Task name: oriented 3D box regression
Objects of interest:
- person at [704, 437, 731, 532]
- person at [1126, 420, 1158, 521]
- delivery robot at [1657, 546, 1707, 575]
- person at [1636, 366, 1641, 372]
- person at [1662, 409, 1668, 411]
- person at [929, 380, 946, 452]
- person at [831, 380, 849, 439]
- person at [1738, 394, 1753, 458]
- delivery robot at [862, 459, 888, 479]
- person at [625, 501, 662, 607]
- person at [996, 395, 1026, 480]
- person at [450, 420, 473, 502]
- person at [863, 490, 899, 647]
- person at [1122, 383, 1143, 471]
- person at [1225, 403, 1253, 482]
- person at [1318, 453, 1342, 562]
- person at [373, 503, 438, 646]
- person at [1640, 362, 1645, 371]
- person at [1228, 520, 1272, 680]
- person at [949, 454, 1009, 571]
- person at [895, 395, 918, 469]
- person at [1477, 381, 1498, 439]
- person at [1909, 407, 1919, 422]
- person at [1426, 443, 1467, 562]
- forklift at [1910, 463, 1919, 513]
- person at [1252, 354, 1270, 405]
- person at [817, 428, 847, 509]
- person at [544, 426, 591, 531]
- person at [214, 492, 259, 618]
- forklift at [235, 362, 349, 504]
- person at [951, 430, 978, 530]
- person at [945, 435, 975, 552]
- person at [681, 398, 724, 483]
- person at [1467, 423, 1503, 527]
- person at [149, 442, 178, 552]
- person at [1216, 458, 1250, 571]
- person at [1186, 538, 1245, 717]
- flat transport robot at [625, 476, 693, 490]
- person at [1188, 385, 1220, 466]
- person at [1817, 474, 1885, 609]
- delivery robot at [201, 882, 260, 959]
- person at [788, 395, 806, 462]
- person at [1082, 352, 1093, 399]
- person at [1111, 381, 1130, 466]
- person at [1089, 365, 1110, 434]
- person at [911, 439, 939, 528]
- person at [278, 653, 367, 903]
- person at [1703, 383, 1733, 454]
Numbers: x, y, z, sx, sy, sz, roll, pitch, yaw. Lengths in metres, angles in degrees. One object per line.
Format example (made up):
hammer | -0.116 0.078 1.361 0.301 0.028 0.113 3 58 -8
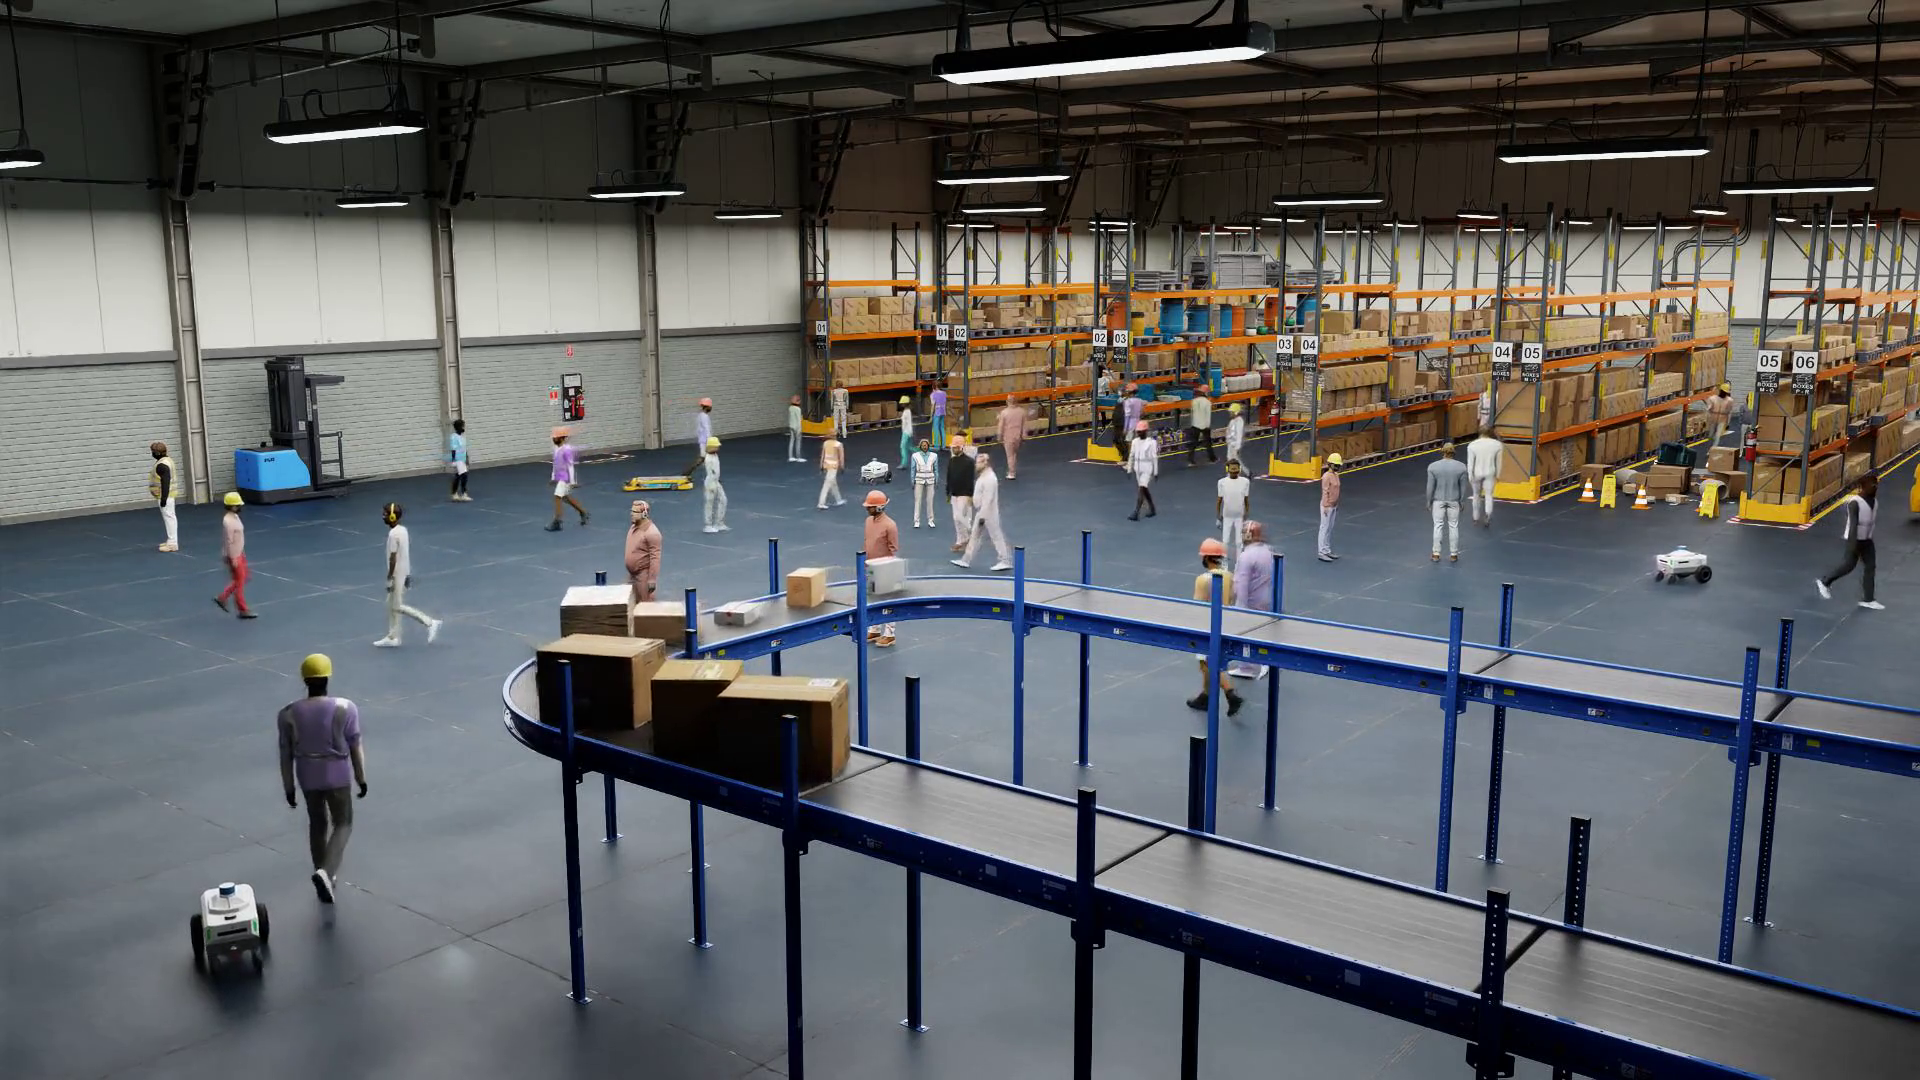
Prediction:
person | -4.366 -0.996 28.187 0.593 1.724 0.506 2 10 9
person | 3.483 -1.335 29.684 0.568 1.889 1.005 10 14 44
delivery robot | 11.027 0.331 23.894 0.707 0.478 0.477 -3 10 -17
person | 20.991 -4.537 48.305 0.758 1.673 0.537 6 12 30
person | 20.549 -4.133 45.722 0.944 1.776 0.588 4 11 22
person | -0.557 -3.193 40.250 0.374 1.840 0.572 8 13 39
person | -3.321 -3.613 43.220 0.508 1.629 0.315 0 10 1
person | 19.635 -2.851 38.913 0.508 1.632 0.271 7 12 35
delivery robot | -1.881 -1.553 34.499 0.477 0.478 0.707 5 11 25
person | -3.982 0.451 19.549 0.408 1.913 0.644 -8 13 -39
person | 1.093 -2.329 35.257 0.673 1.881 0.785 -5 11 -28
person | -10.115 -1.612 31.803 0.633 1.671 0.552 0 10 2
person | -1.030 0.352 19.881 0.392 1.990 0.612 -8 13 -39
person | 4.056 -2.665 36.803 0.468 2.023 0.705 9 13 41
person | 6.030 -2.078 34.041 0.611 1.818 0.607 -2 10 -9
person | 6.068 -0.544 25.578 0.327 1.760 0.523 7 12 33
person | -7.060 0.439 19.787 0.745 1.854 0.522 -2 10 -12
person | 19.498 -4.046 44.526 0.505 2.023 0.664 -9 13 -41
person | 3.405 0.711 18.143 0.551 1.887 0.662 6 12 31
person | 0.334 -0.430 24.659 0.979 1.852 0.669 -2 10 -10
person | -1.186 -2.541 36.852 0.645 1.746 0.532 -1 10 -4
person | 13.323 -3.072 39.524 0.612 1.852 0.854 7 12 34
person | 26.072 -3.601 42.502 0.606 1.865 0.574 4 11 20
person | 7.917 -0.619 25.495 0.628 1.940 0.378 2 10 12
forklift | 19.034 -1.348 28.998 2.313 2.155 1.214 8 13 37
person | 10.002 -5.287 52.112 0.609 1.814 0.464 5 11 24
person | -2.554 -1.416 30.965 0.833 1.586 0.497 -10 14 -44
person | -7.185 -1.146 28.571 0.885 1.908 0.547 -7 12 -35
person | -9.919 0.204 21.352 0.492 1.752 0.546 -3 10 -14
forklift | -13.803 -2.244 32.110 1.129 2.768 1.873 8 13 37
person | 0.103 -1.084 28.400 0.550 1.841 0.559 1 10 6
person | -0.029 -0.774 26.257 0.457 1.972 0.646 -8 13 -37
person | -5.676 -2.170 34.376 0.860 1.897 0.591 -2 10 -9
person | 9.646 -1.188 28.788 0.635 1.913 0.832 2 10 12
person | -13.454 -0.737 26.443 0.430 1.839 0.625 -4 11 -22
person | 4.227 -0.345 24.182 0.515 1.864 0.323 1 10 4
person | 2.771 0.946 16.775 0.776 1.913 0.544 10 14 43
flat transport robot | -6.493 -1.229 33.740 1.431 0.197 0.652 -2 10 -9
person | 5.818 -2.746 37.451 1.023 1.938 0.625 -9 13 -41
person | 12.755 -0.016 22.254 0.596 1.897 0.875 -5 11 -27
delivery robot | -5.098 2.636 10.921 0.477 0.478 0.707 -5 11 -27
person | -4.010 -2.740 38.291 0.270 1.631 0.507 -8 13 -39
person | 4.233 -5.137 50.919 0.635 1.937 0.352 7 12 35
person | 3.909 -2.785 37.517 0.536 2.000 0.703 -3 11 -19
person | 3.955 -3.992 44.398 0.606 1.967 0.367 9 13 41
person | -0.650 -1.046 28.739 0.522 1.639 0.306 -2 10 -11
person | -4.855 1.819 11.873 0.611 1.907 0.668 -1 10 -4
person | 18.897 -2.985 39.010 0.622 1.873 0.840 5 11 24
